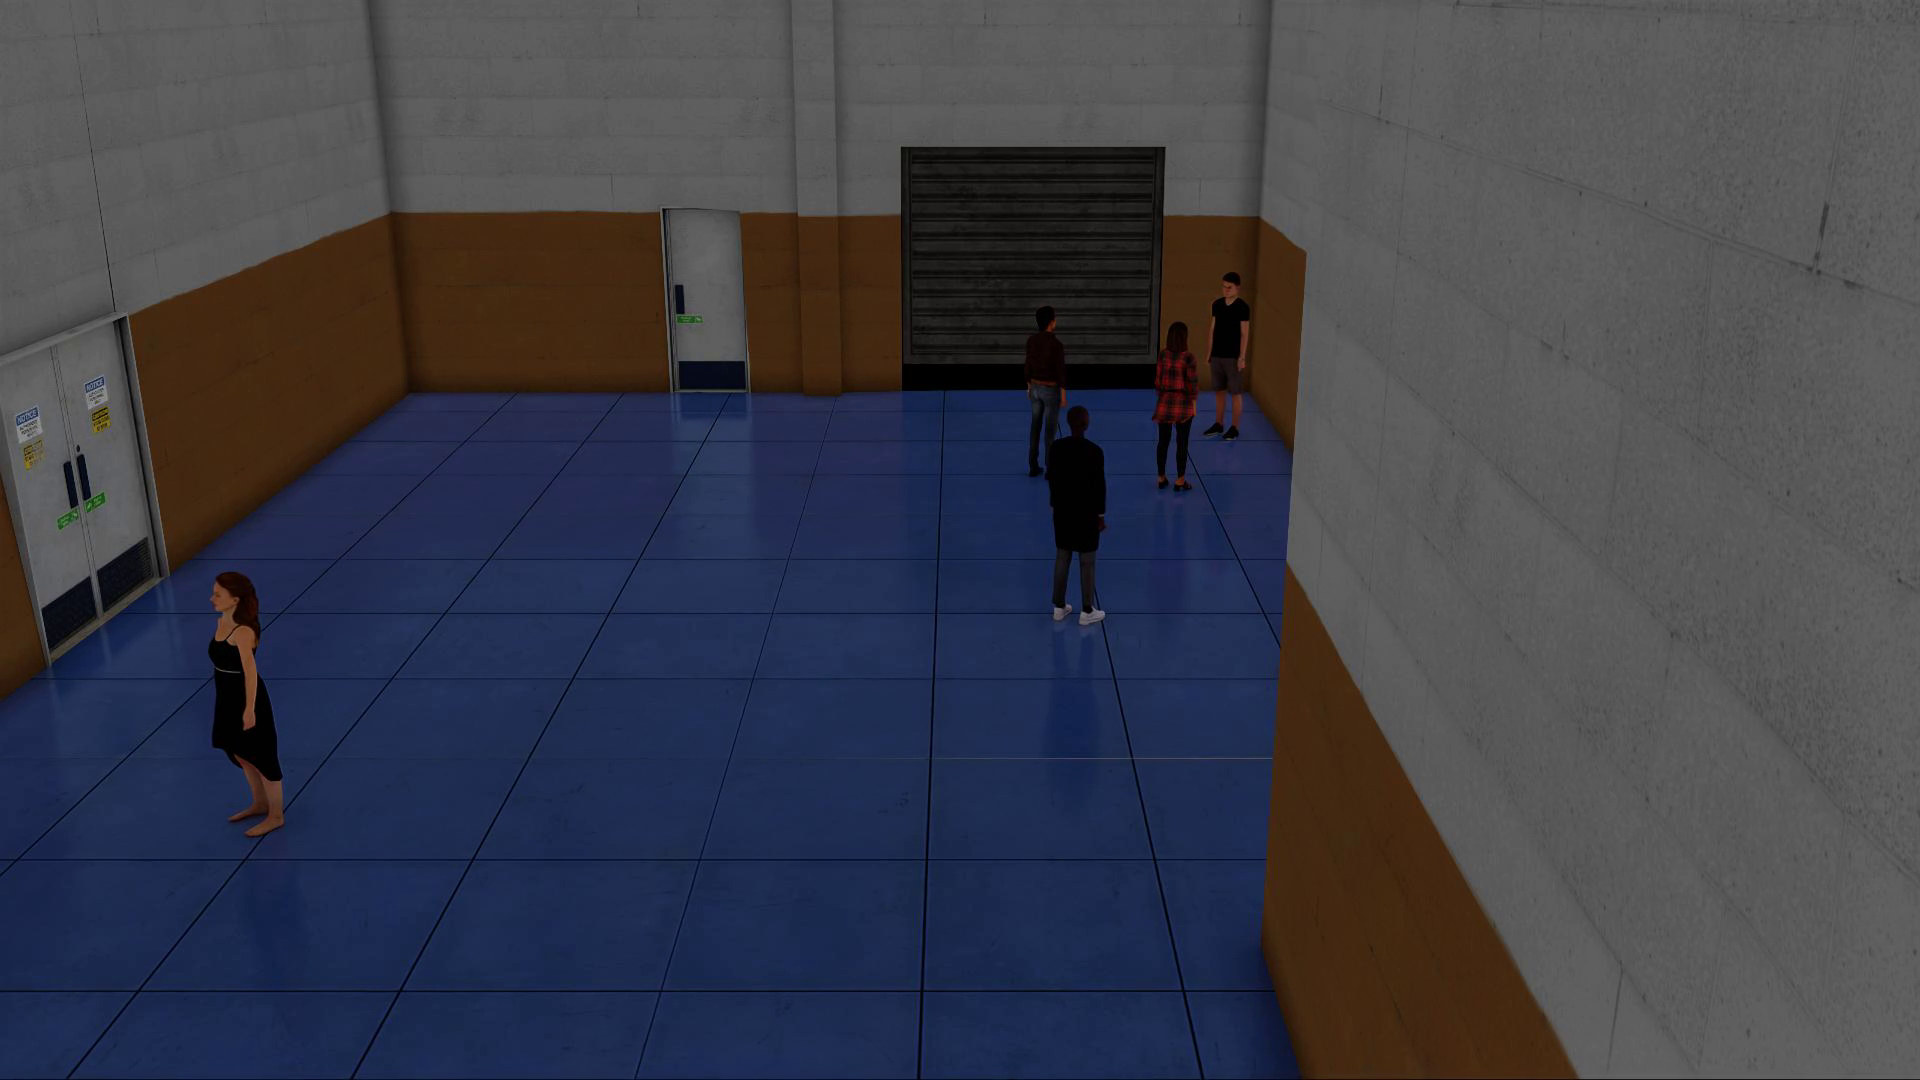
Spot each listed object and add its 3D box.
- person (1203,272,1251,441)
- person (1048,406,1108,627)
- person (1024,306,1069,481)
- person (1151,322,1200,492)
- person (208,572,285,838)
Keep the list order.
[{"bbox_3d":[2.995,-2.063,18.490,0.808,1.862,0.752,-17,25,-41],"label":"person"},{"bbox_3d":[0.911,-0.202,13.128,0.683,1.761,0.791,12,22,31],"label":"person"},{"bbox_3d":[0.864,-1.503,16.954,0.681,1.782,0.776,14,23,35],"label":"person"},{"bbox_3d":[2.146,-1.337,16.587,0.677,1.703,0.768,13,23,34],"label":"person"},{"bbox_3d":[-4.251,0.960,9.897,0.741,1.625,0.686,-16,24,-39],"label":"person"}]
